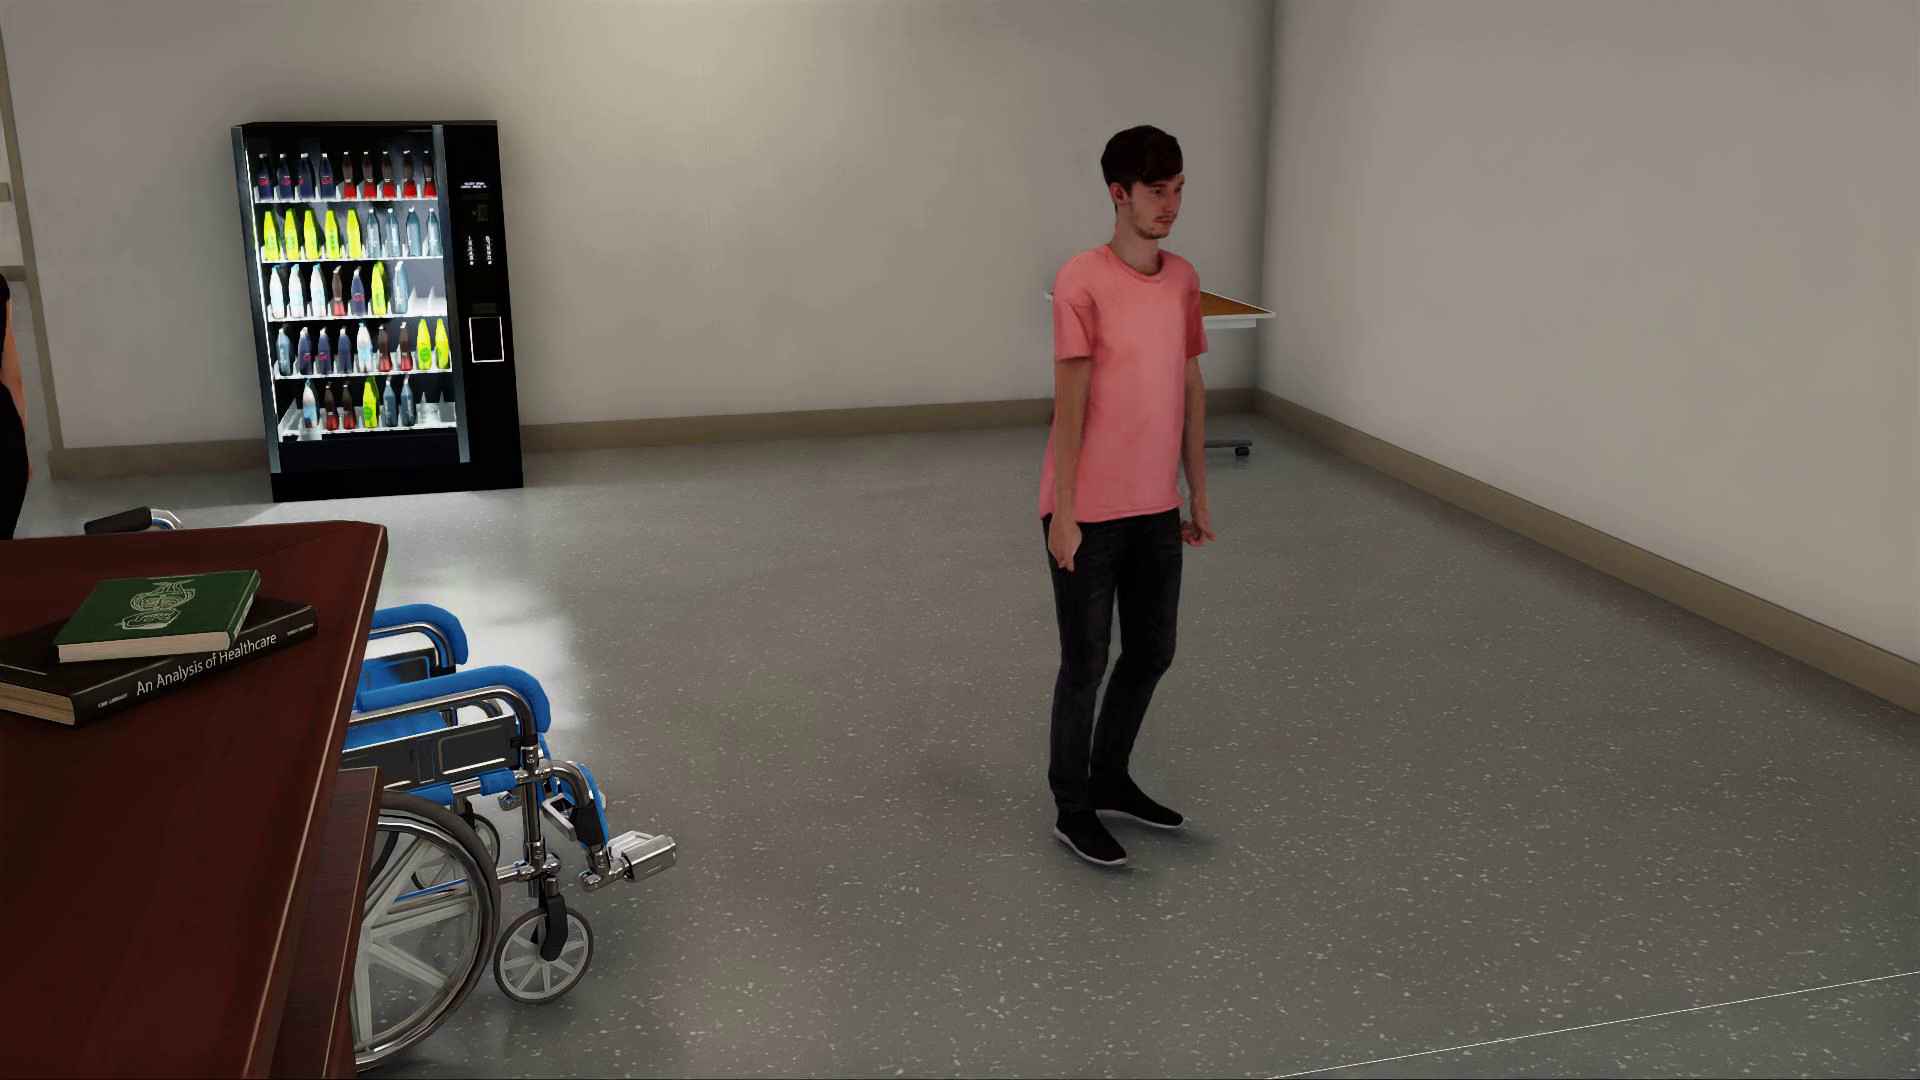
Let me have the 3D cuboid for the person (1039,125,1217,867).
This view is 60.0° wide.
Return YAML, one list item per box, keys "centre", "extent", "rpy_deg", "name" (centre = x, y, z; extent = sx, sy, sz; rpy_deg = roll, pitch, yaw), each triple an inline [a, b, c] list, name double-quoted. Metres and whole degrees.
- centre: [0.400, -0.094, 4.408]
  extent: [0.682, 1.948, 0.797]
  rpy_deg: [-12, 20, -36]
  name: "person"
